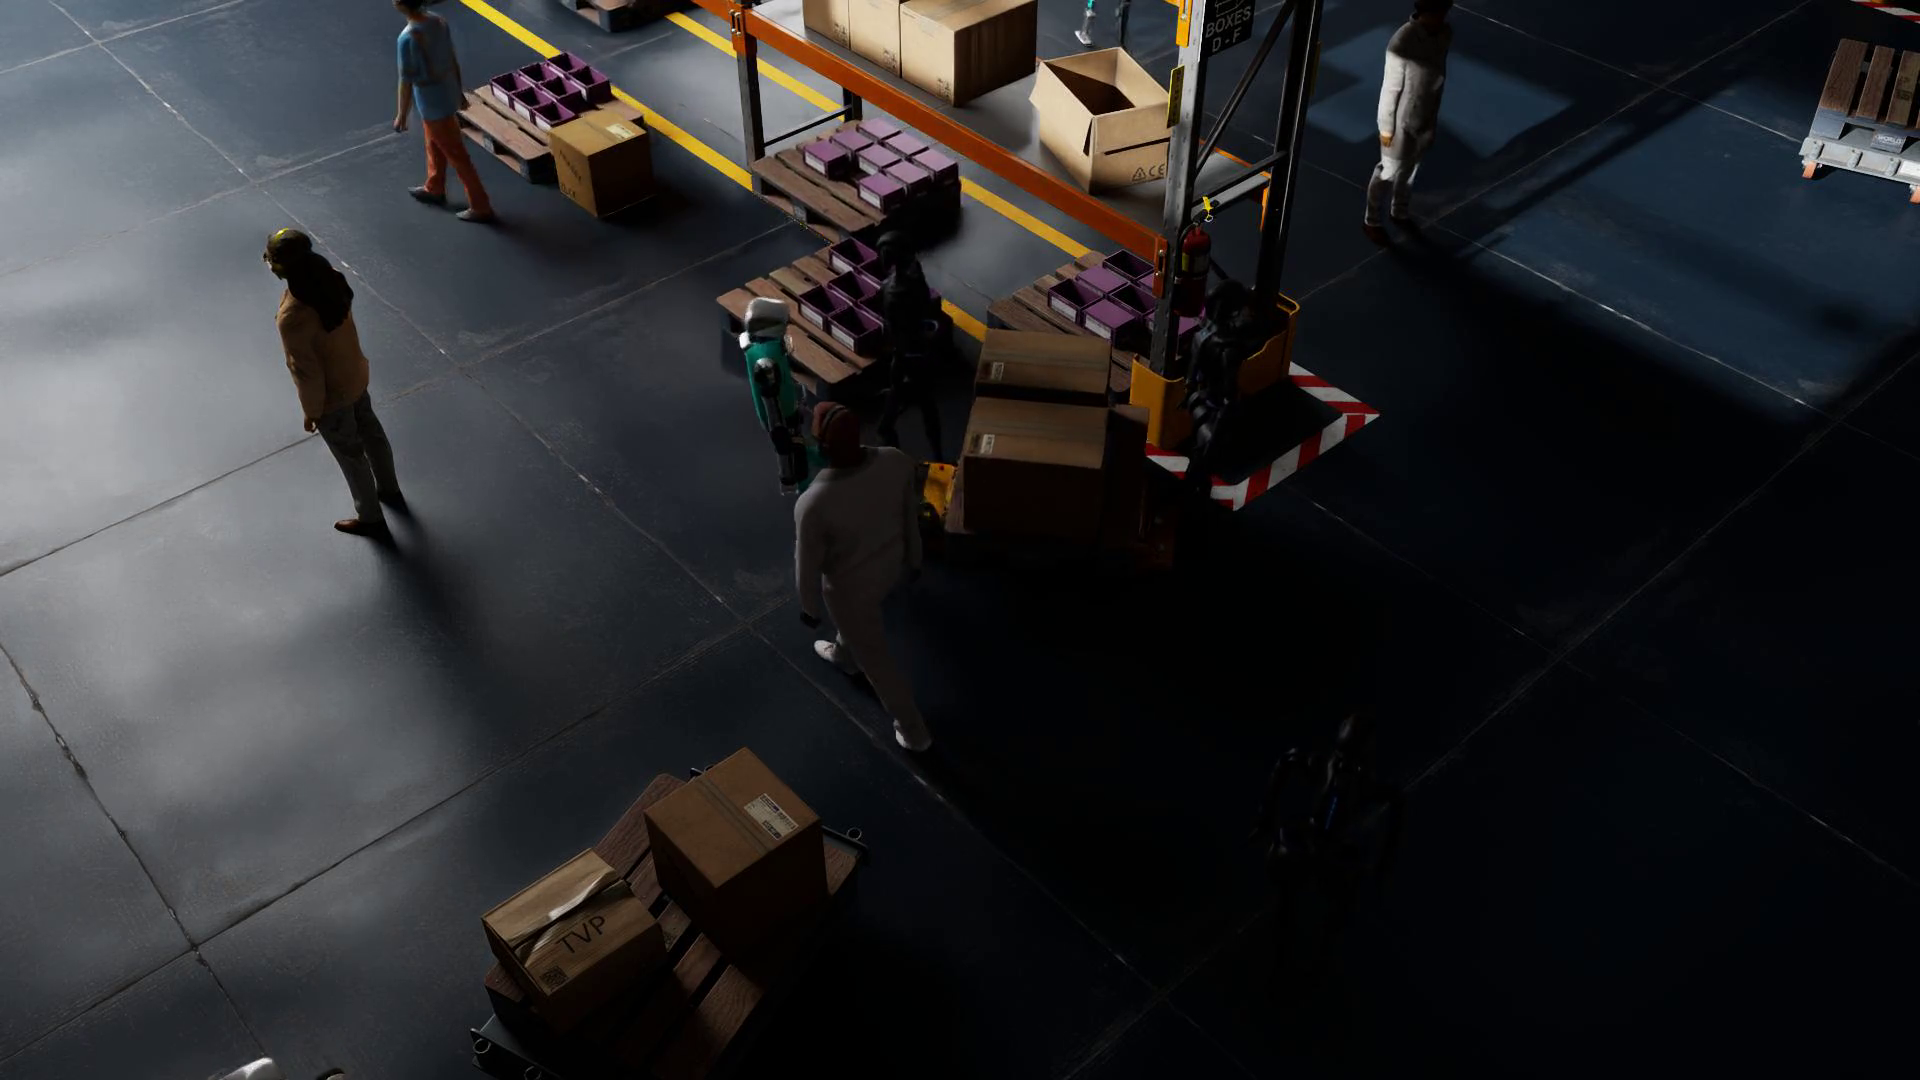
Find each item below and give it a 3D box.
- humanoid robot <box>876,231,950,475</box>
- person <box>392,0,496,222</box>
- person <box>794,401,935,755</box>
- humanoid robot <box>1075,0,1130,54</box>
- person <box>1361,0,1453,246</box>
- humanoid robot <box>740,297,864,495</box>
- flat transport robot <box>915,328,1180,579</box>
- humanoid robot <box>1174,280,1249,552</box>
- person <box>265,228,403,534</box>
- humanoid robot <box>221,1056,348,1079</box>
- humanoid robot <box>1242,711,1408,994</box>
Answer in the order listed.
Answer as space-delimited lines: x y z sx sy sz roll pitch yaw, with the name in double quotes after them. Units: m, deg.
-0.276 -0.991 9.138 0.505 1.638 0.610 9 43 9 "humanoid robot"
-3.627 -2.954 11.221 0.821 1.733 0.505 9 43 10 "person"
-0.439 0.178 7.731 0.976 1.856 0.654 33 52 31 "person"
1.154 -4.544 12.970 0.539 1.790 0.925 -12 44 -12 "humanoid robot"
2.972 -2.812 11.009 0.520 1.822 0.365 -23 47 -23 "person"
-0.712 -0.466 8.542 0.699 1.818 0.554 -5 43 -6 "humanoid robot"
0.491 -0.164 9.273 1.431 0.231 0.659 6 43 6 "flat transport robot"
1.263 -0.671 8.783 0.478 1.646 0.607 -7 43 -7 "humanoid robot"
-3.300 -0.828 8.810 0.413 1.877 0.549 7 43 7 "person"
-2.337 2.102 5.738 0.552 1.776 0.962 -30 51 -29 "humanoid robot"
1.441 1.254 6.692 0.607 1.652 0.343 16 45 16 "humanoid robot"
